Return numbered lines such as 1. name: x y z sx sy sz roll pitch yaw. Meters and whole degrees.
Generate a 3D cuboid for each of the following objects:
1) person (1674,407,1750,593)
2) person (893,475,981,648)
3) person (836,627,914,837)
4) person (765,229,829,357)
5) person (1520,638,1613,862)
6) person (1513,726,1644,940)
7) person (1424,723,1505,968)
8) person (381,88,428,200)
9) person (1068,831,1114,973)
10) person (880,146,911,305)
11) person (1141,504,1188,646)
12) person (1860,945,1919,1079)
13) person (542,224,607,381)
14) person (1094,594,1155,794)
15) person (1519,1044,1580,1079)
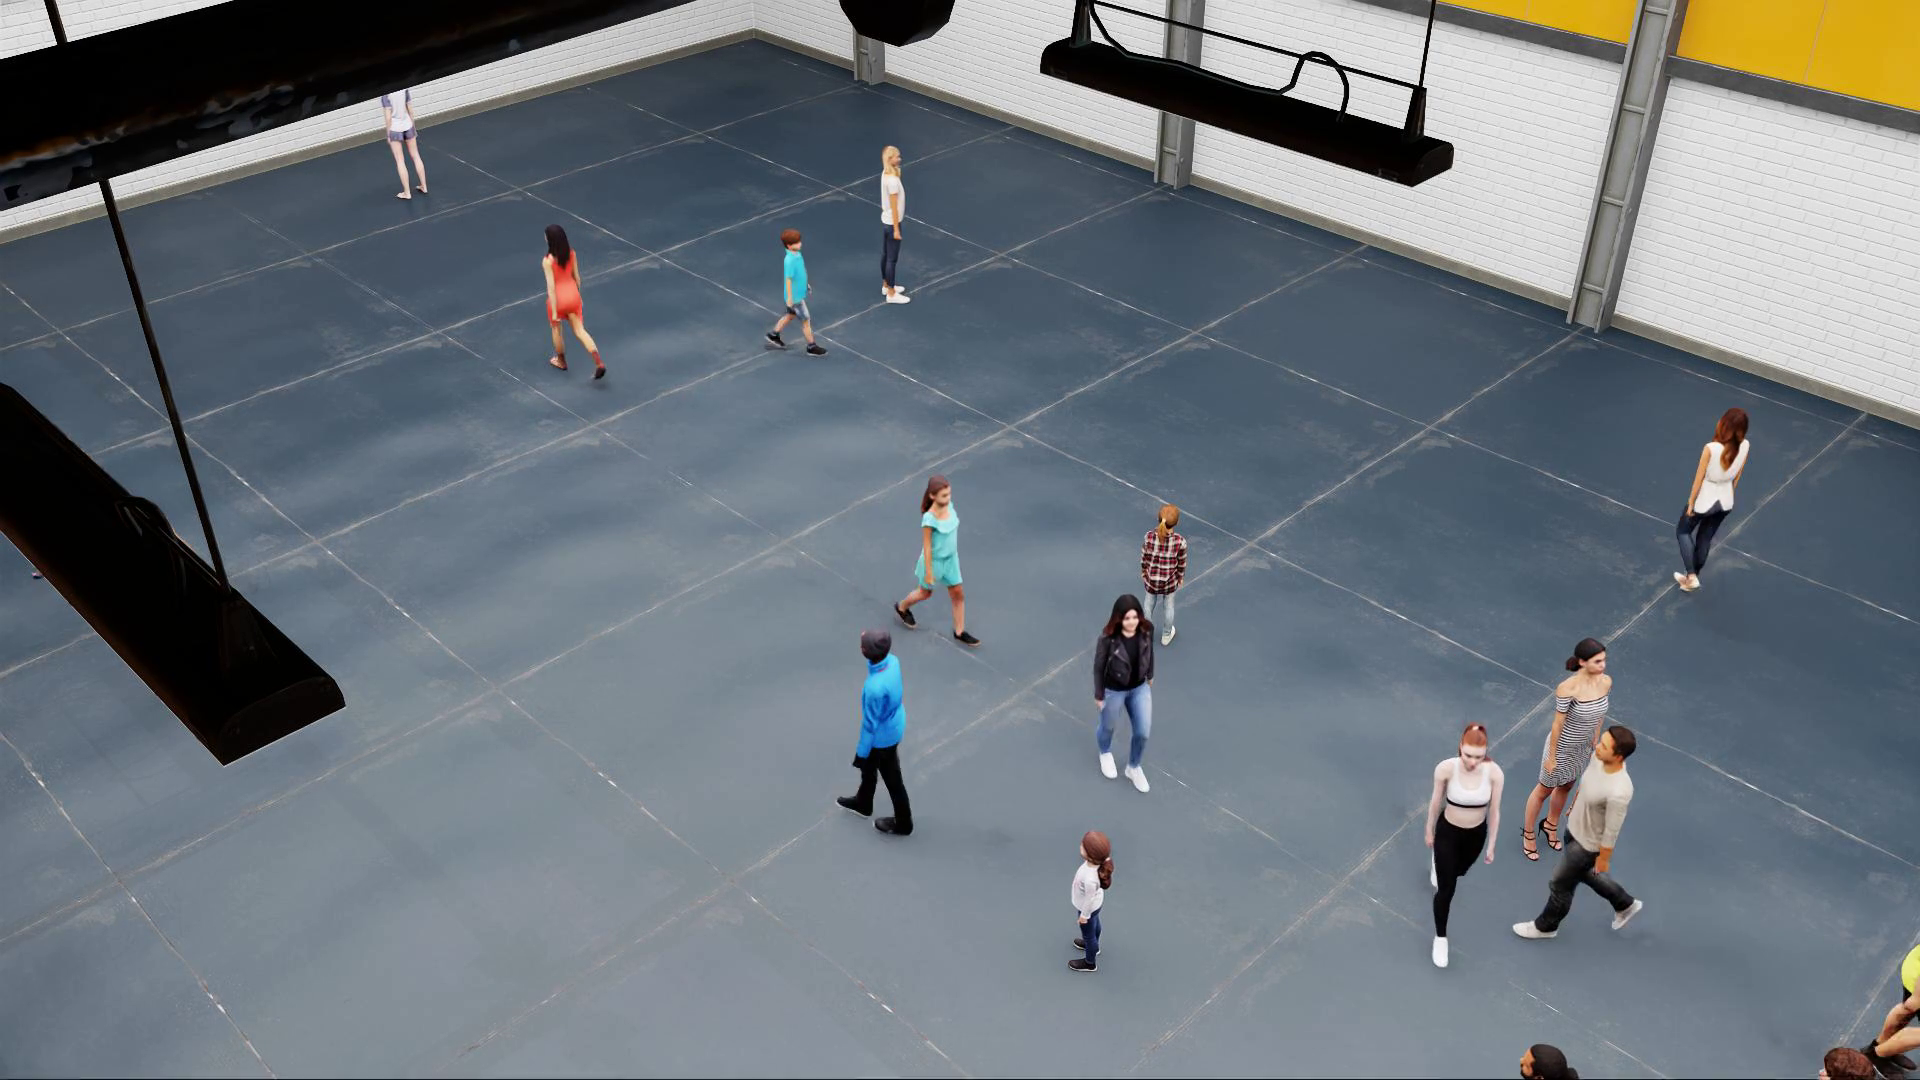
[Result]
1. person: 6.296 -0.269 13.866 0.770 1.775 0.831 -2 34 -3
2. person: -0.236 0.144 13.465 1.092 1.531 0.685 22 39 29
3. person: -0.429 1.353 11.427 0.972 1.776 0.876 7 34 10
4. person: -1.826 -2.656 17.774 0.999 1.426 0.879 4 34 6
5. person: 4.118 1.416 11.291 0.658 1.821 0.636 -14 36 -20
6. person: 4.102 1.888 10.605 1.131 1.794 1.021 3 34 4
7. person: 3.216 1.852 10.727 1.107 1.719 1.100 4 34 5
8. person: -7.211 -5.289 21.427 0.558 1.766 0.588 25 41 33
9. person: 0.833 2.291 10.616 0.579 1.110 0.532 8 34 11
10. person: -0.779 -3.574 18.809 0.725 1.809 0.622 -6 34 -10
11. person: 1.634 0.280 13.465 0.586 1.306 0.669 8 34 12
12. person: 5.620 2.509 9.763 0.663 1.691 0.708 19 38 27
13. person: -4.019 -2.427 17.185 1.100 1.695 0.665 25 41 32
14. person: 1.148 1.035 12.046 0.819 1.619 0.882 -10 35 -15
15. person: 2.900 3.233 8.605 0.646 1.767 0.694 16 37 22
